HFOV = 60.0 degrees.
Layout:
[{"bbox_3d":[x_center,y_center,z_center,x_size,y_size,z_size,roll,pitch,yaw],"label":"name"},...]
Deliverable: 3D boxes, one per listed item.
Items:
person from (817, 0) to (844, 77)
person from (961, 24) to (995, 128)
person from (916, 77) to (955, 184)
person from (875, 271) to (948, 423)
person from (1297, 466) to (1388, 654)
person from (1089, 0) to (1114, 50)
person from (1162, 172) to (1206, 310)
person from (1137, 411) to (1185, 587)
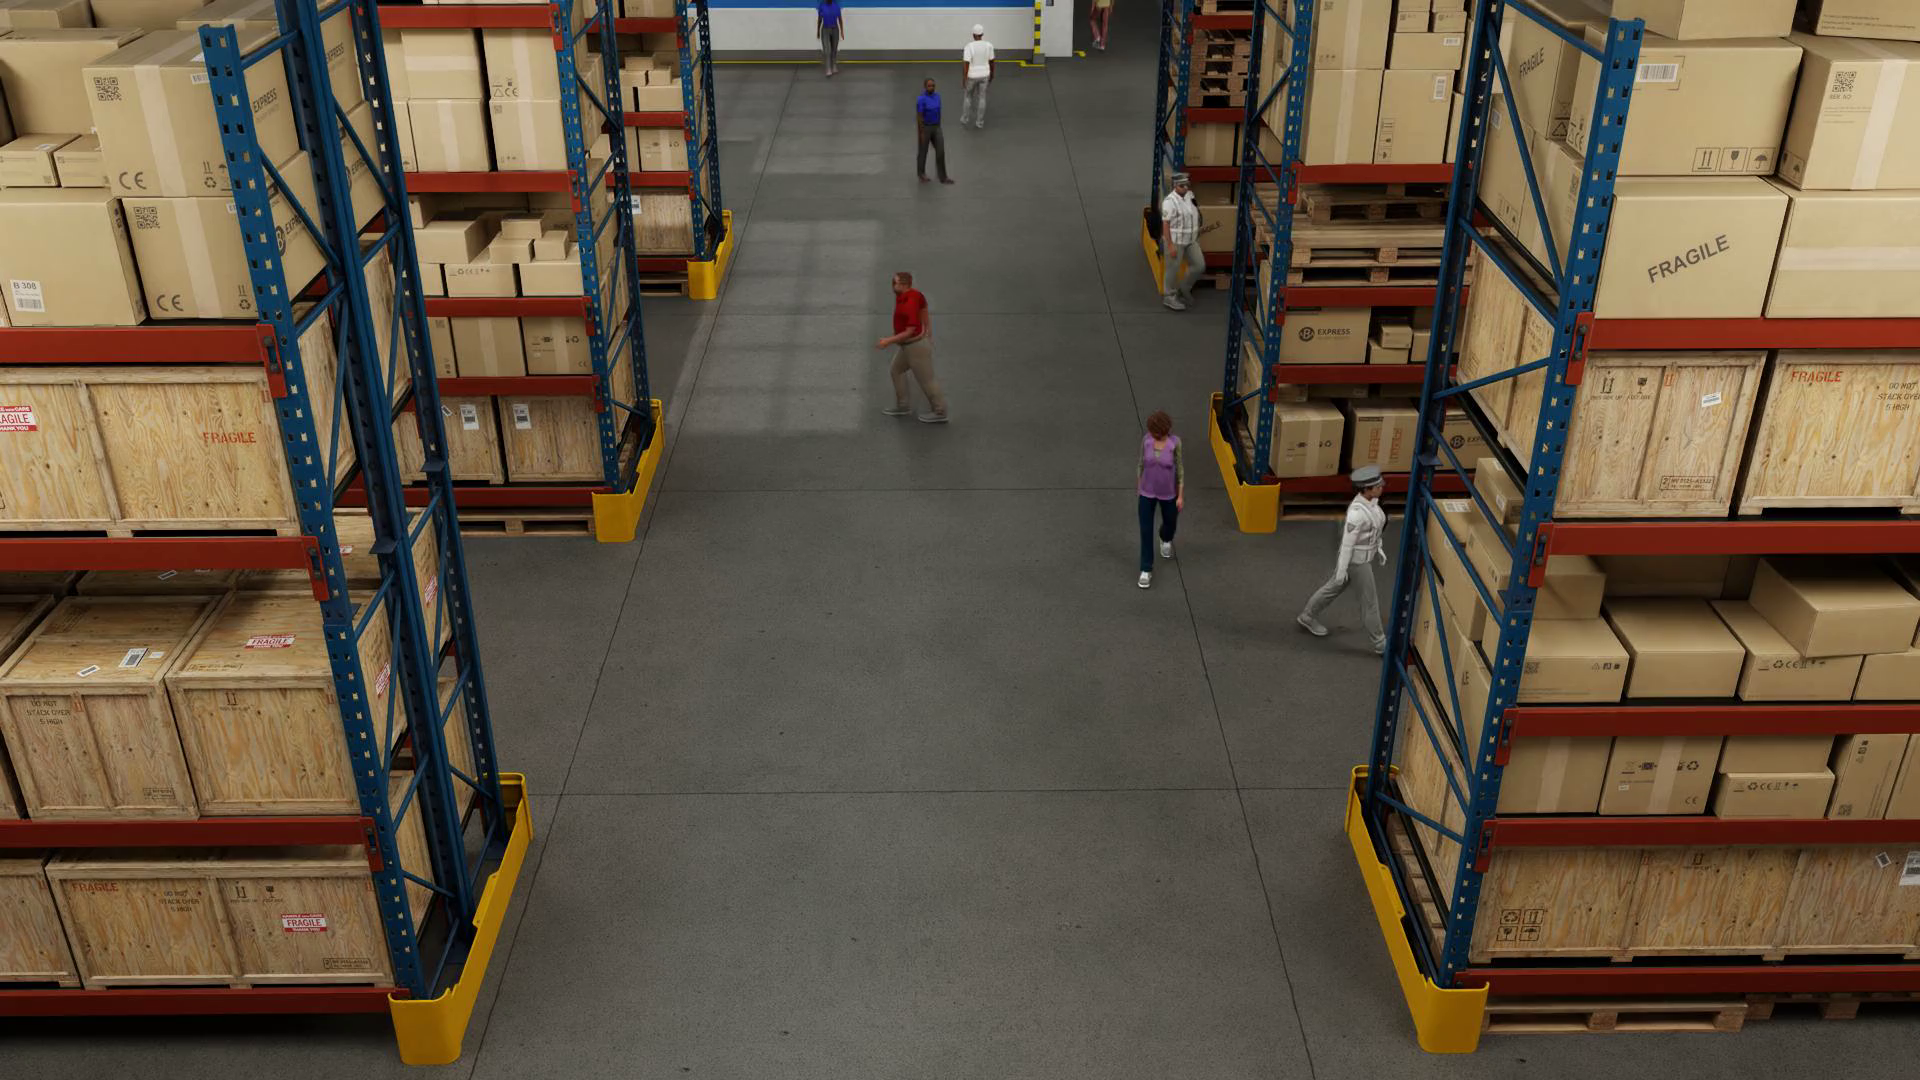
[{"bbox_3d":[-2.506,-9.880,32.384,0.488,1.627,0.878,-7,29,-13],"label":"person"},{"bbox_3d":[0.285,-8.130,29.011,0.593,1.762,0.650,-6,29,-12],"label":"person"},{"bbox_3d":[-0.424,-6.335,25.774,0.517,1.639,0.783,-17,33,-29],"label":"person"},{"bbox_3d":[-0.521,-2.087,17.870,0.785,1.677,0.714,-1,28,-2],"label":"person"},{"bbox_3d":[3.328,0.131,13.756,0.959,1.645,0.508,10,30,18],"label":"person"},{"bbox_3d":[2.940,-11.058,34.531,0.495,1.670,0.481,-4,29,-8],"label":"person"},{"bbox_3d":[2.793,-3.739,20.823,0.570,1.766,0.476,-21,35,-34],"label":"person"},{"bbox_3d":[1.786,-0.413,14.843,0.445,1.593,0.711,7,29,12],"label":"person"}]
